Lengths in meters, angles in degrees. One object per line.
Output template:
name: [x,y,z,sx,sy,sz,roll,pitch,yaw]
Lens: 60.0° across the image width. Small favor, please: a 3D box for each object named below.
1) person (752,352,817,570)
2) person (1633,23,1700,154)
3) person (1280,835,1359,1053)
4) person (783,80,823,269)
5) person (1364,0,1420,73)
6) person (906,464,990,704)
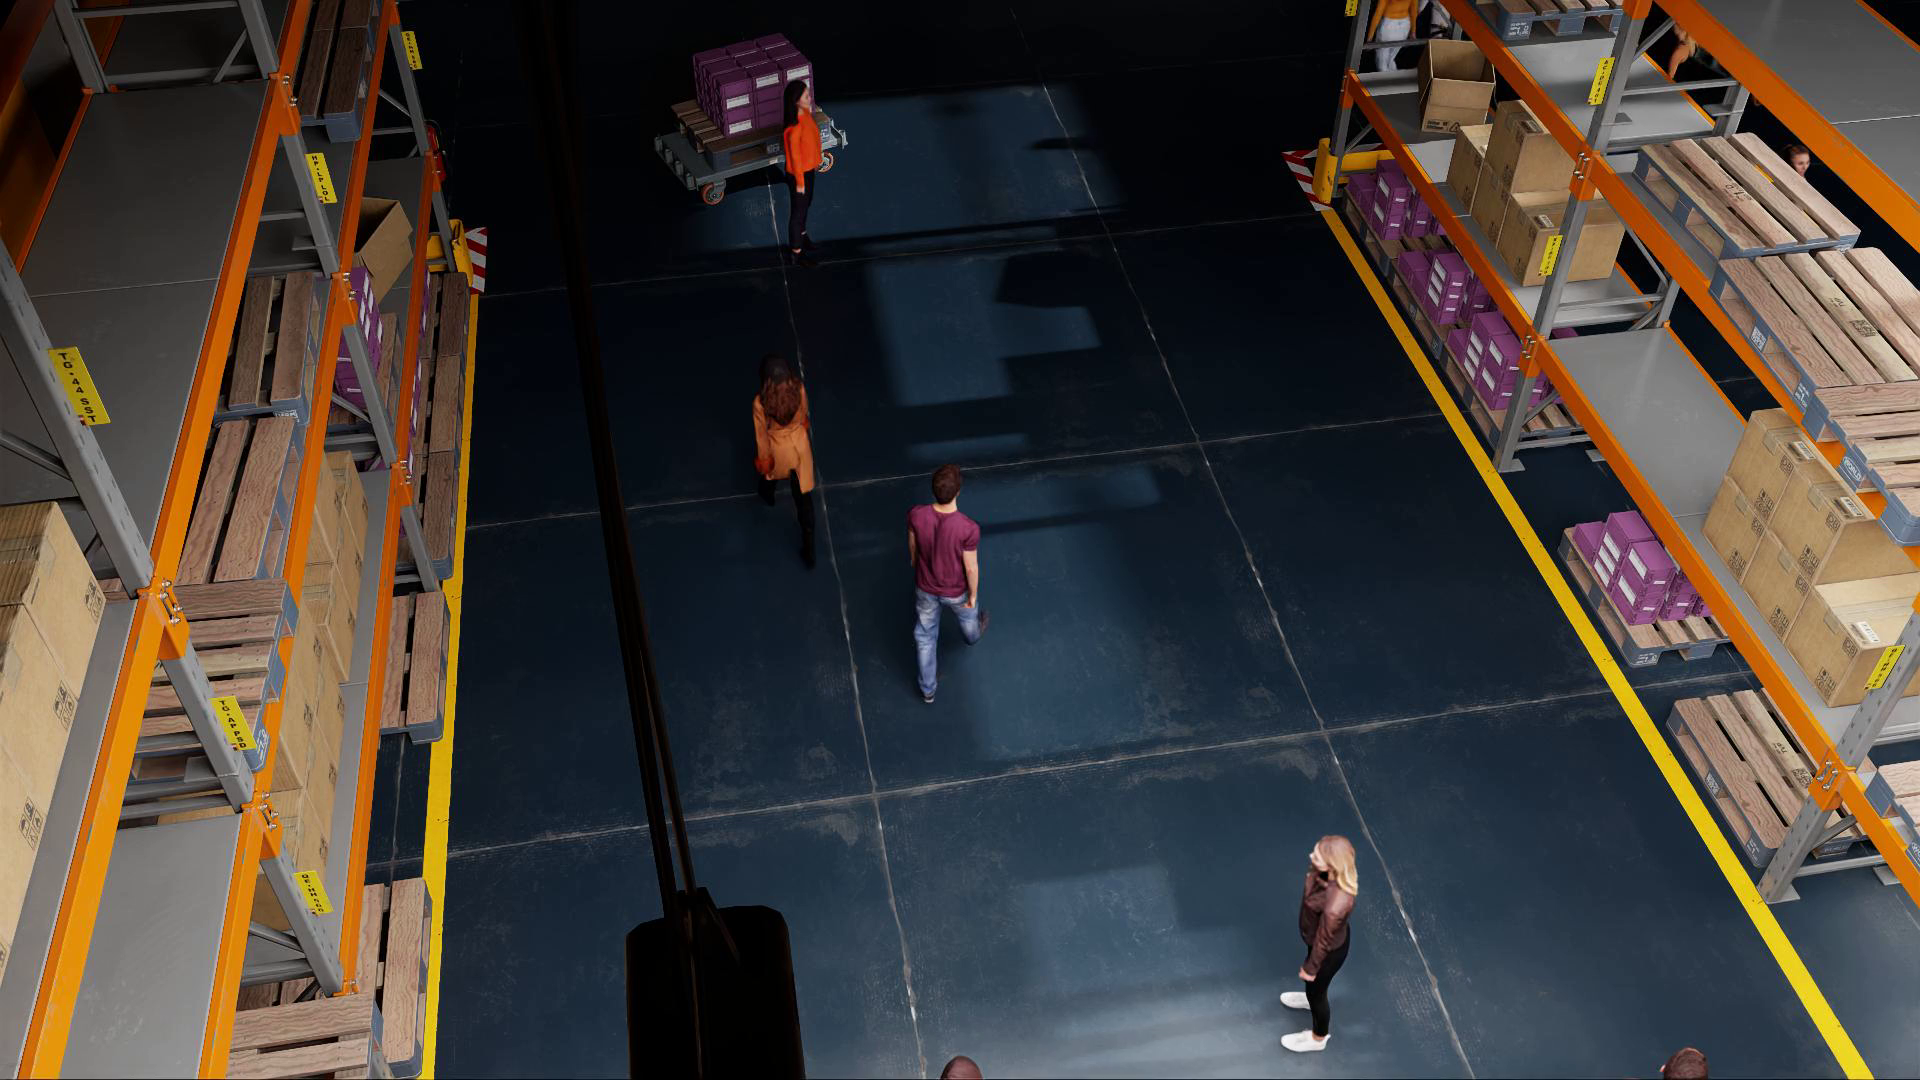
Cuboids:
person: [-1.177,-0.542,11.697,0.881,1.666,1.271,-18,46,-18]
person: [6.560,-4.016,15.241,0.989,1.808,1.181,-28,50,-26]
person: [1.950,2.136,8.864,0.733,1.698,0.600,7,44,8]
person: [-1.388,-3.184,14.413,0.739,1.745,0.594,5,44,5]
person: [4.269,-4.896,16.207,0.732,1.750,0.684,-15,46,-15]
person: [-0.140,0.329,10.677,0.974,1.812,1.170,11,45,11]
